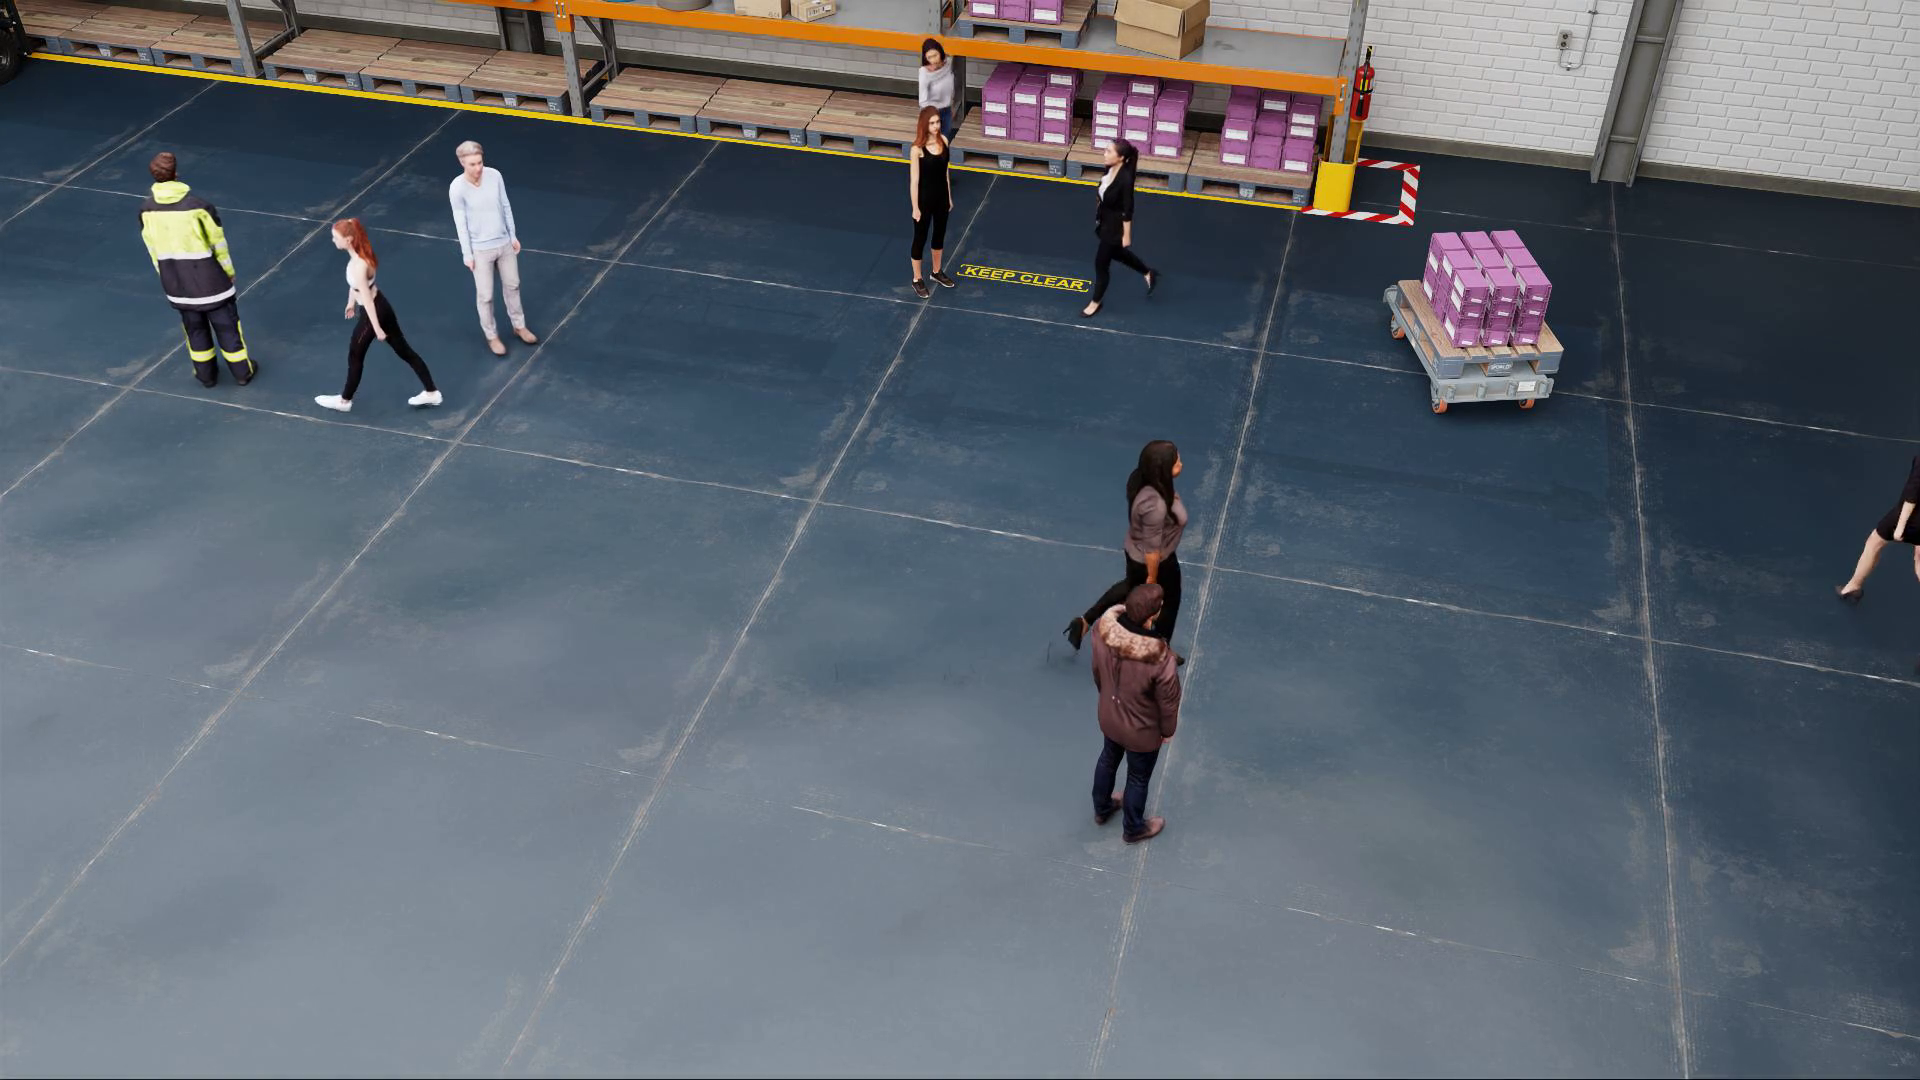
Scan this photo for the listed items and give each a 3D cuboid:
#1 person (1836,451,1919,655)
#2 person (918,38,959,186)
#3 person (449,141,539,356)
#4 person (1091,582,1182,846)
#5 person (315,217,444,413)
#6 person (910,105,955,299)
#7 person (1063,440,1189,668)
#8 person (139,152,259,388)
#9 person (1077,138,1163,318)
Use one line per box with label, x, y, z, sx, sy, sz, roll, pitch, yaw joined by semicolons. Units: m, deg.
person;6.306;-0.045;10.842;1.177;1.765;1.003;-5;39;-7
person;-0.212;-4.125;16.070;0.693;1.615;0.733;17;42;20
person;-3.897;-2.430;13.729;0.747;1.888;0.757;-31;48;-33
person;0.979;0.982;9.491;0.929;1.845;0.814;-30;48;-32
person;-4.474;-1.738;13.021;1.252;1.690;0.923;-5;39;-7
person;-0.253;-2.982;14.550;0.658;1.726;0.686;-27;46;-29
person;1.120;0.125;10.587;1.143;1.817;0.934;-6;39;-8
person;-6.117;-2.138;13.293;0.728;1.976;0.912;-3;39;-4
person;1.400;-2.682;14.246;1.123;1.636;0.926;-10;40;-12
